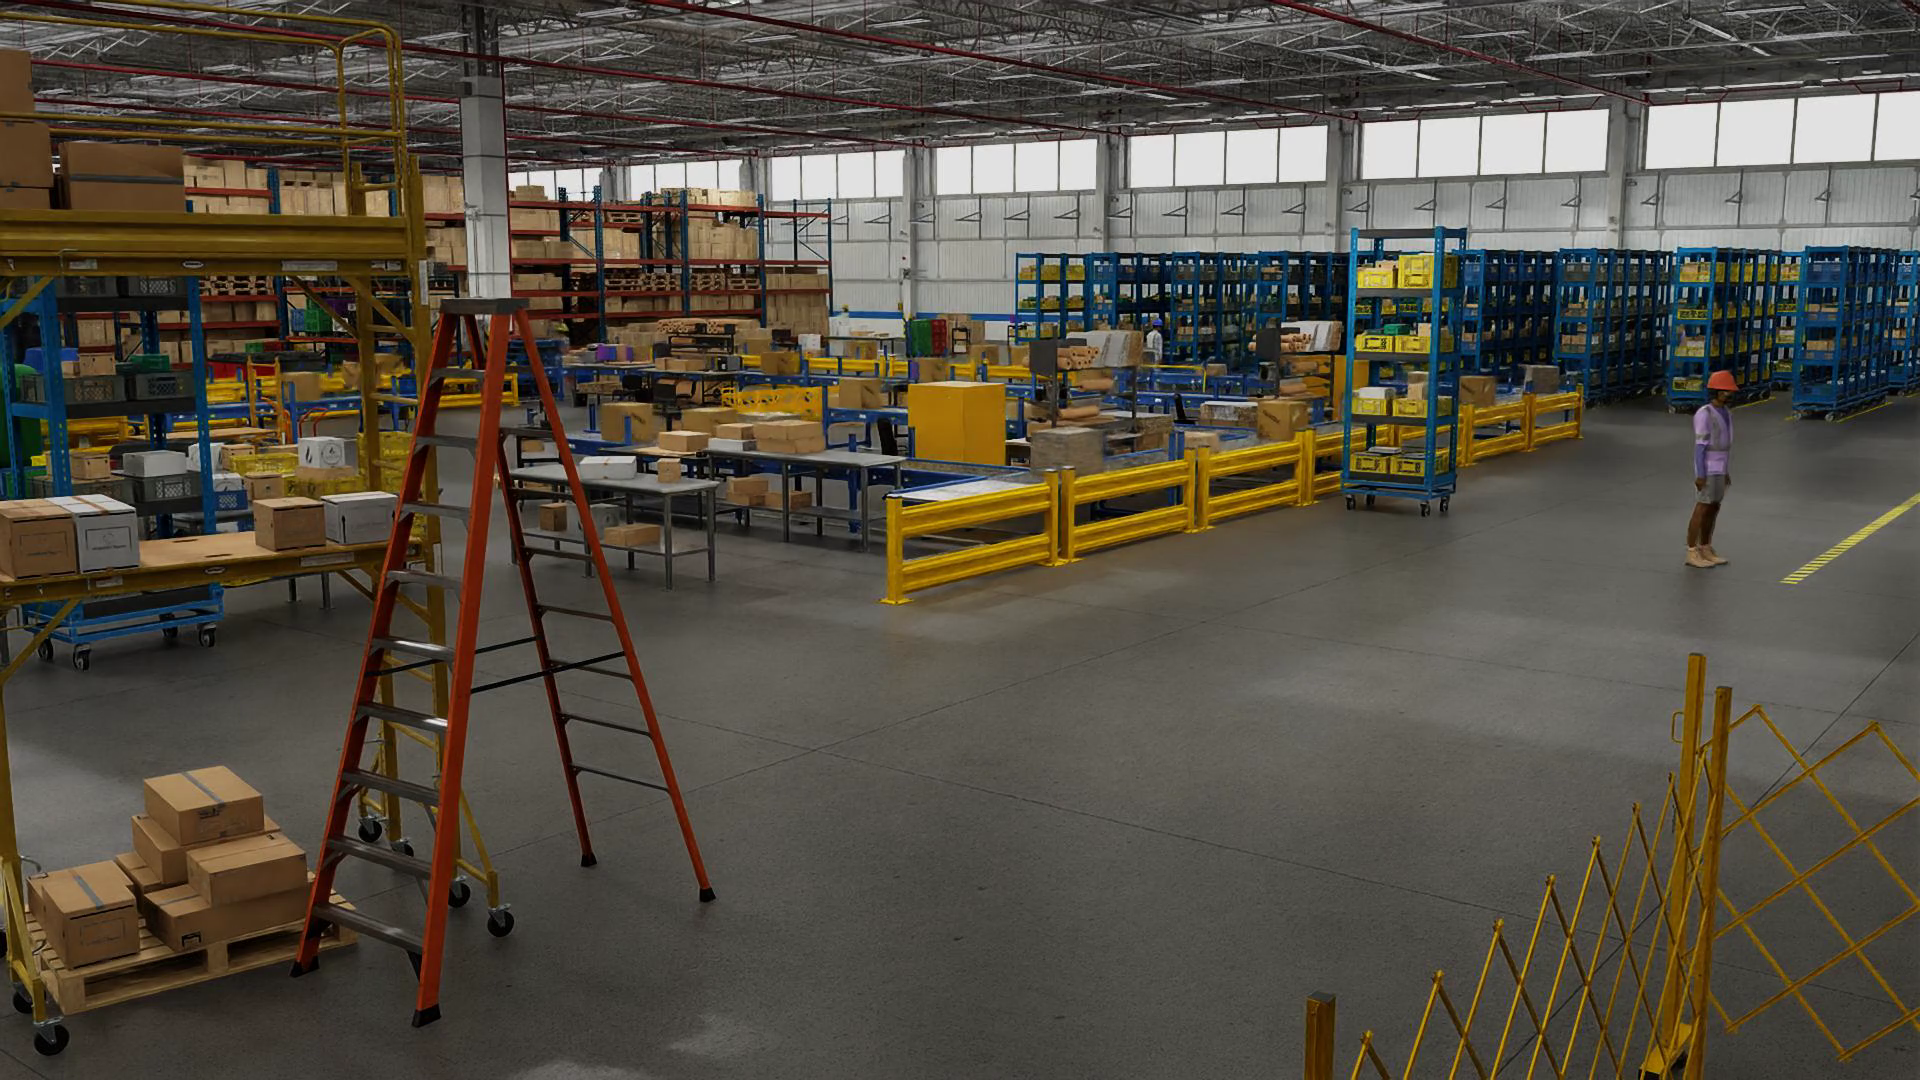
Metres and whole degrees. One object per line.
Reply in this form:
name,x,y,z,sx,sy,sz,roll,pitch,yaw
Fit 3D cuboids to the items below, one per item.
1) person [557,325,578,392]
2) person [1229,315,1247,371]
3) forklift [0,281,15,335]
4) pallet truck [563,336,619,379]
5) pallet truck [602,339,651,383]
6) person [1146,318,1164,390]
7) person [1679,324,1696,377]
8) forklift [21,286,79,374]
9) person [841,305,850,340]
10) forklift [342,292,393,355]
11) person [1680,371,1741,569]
person,-10.071,-4.634,42.530,0.849,1.726,0.546,4,10,26
person,8.378,-5.953,50.568,0.893,1.800,0.601,6,11,31
forklift,-26.797,-5.803,46.252,1.873,2.768,1.129,7,11,36
pallet truck,-10.690,-5.294,48.215,1.601,1.201,0.680,-5,10,-26
pallet truck,-8.991,-4.871,45.351,0.653,1.274,1.630,7,11,37
person,4.761,-4.431,40.601,0.403,1.944,0.606,-4,10,-23
person,18.443,-4.645,42.249,0.373,1.840,0.570,3,10,18
forklift,-24.080,-5.387,43.655,1.873,2.768,1.129,7,11,37
person,-4.714,-8.874,68.923,0.398,1.753,0.536,9,13,43
forklift,-16.485,-5.622,45.120,1.129,2.768,1.873,7,11,37
person,7.775,-0.722,17.194,0.634,2.042,0.478,-8,12,-41
